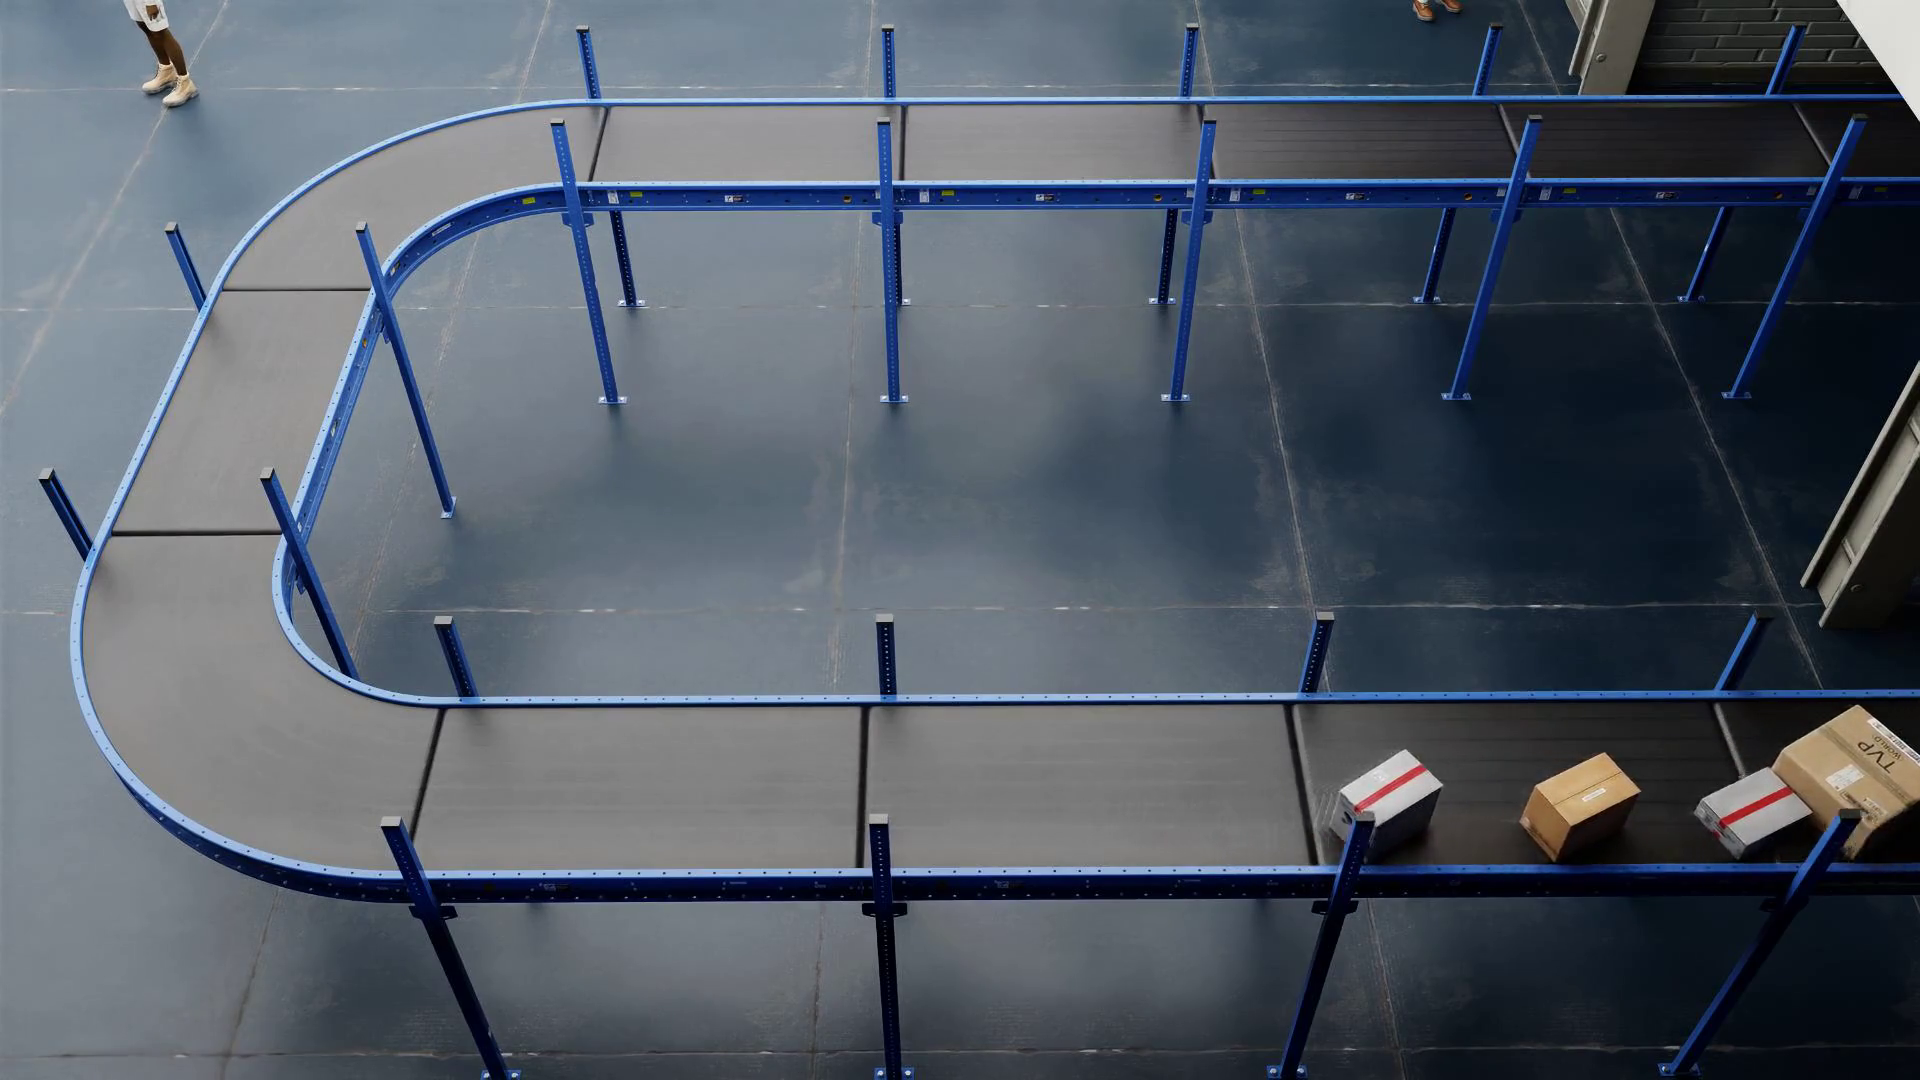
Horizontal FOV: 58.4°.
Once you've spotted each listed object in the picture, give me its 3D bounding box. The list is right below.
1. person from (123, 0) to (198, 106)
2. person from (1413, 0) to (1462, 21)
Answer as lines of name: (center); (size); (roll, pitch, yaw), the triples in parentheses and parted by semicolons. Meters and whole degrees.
person: (-6.810, -4.557, 14.136); (0.611, 2.043, 0.375); (34, 55, 27)
person: (4.380, -5.555, 15.131); (0.605, 1.948, 0.391); (-20, 50, -18)
